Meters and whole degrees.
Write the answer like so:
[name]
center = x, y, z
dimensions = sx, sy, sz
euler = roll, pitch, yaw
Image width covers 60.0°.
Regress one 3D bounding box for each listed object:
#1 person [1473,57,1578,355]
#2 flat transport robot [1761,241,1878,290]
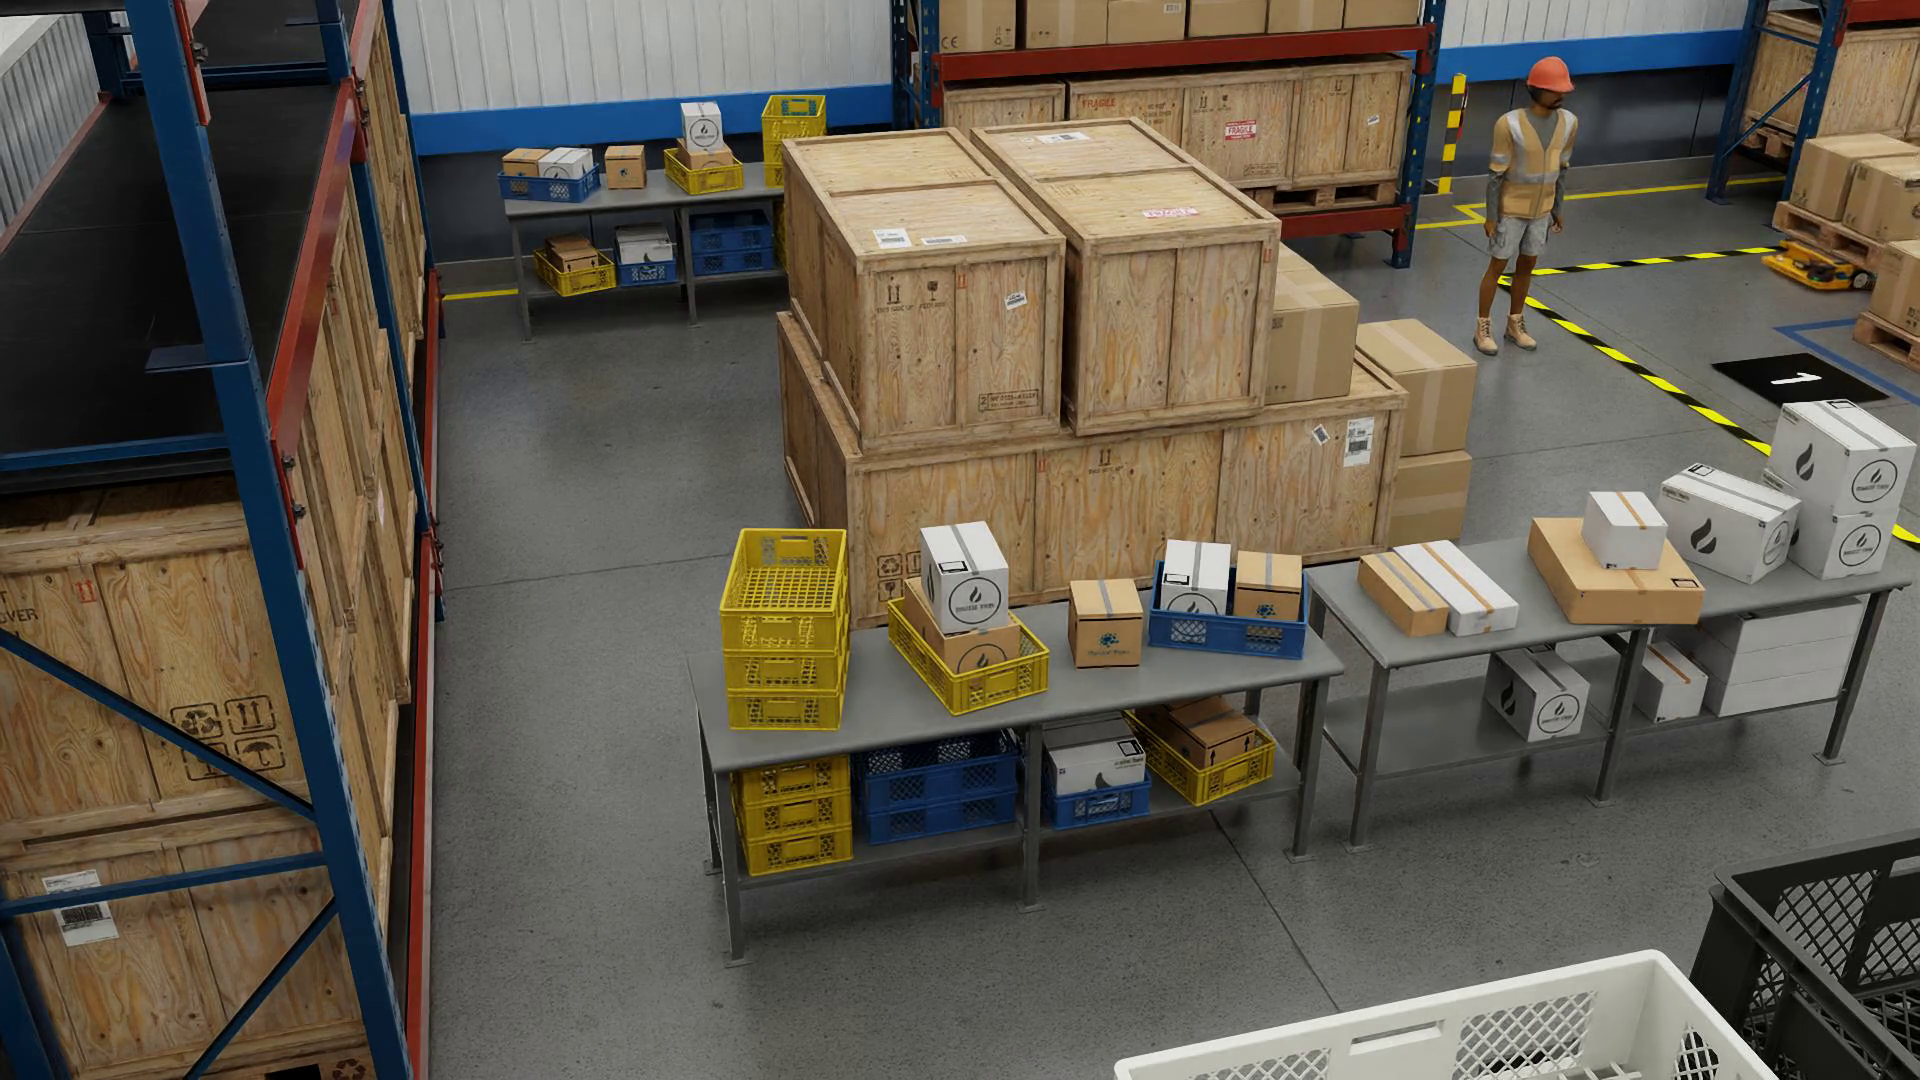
[person]
center = 3.886, -2.274, 11.408
dimensions = 0.607, 2.043, 0.377
euler = -7, 30, -13
[flat transport robot]
center = 7.167, -2.230, 13.136
dimensions = 1.431, 0.197, 0.652
euler = -7, 30, -13
